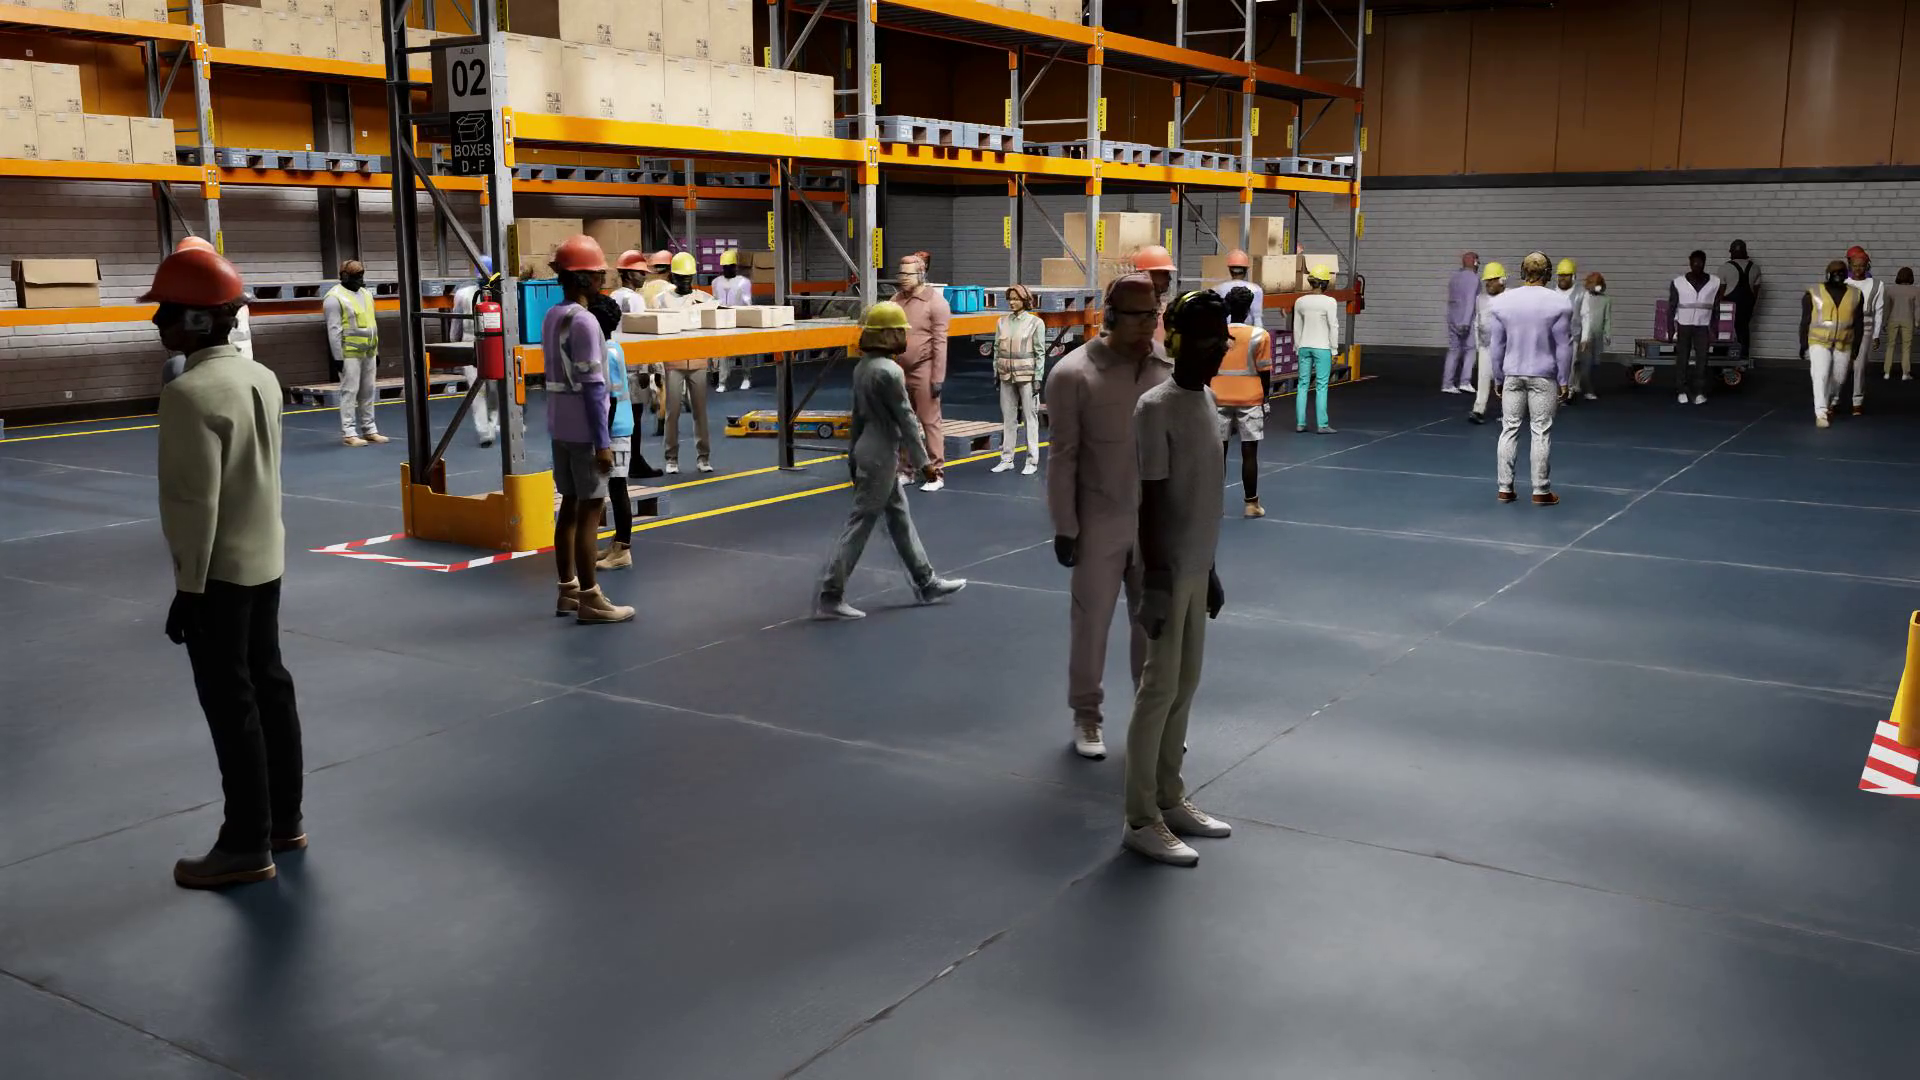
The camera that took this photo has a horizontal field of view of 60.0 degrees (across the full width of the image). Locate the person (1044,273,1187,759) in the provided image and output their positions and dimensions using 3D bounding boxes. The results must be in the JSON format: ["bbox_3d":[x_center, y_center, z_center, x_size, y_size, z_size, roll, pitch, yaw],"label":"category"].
[{"bbox_3d":[0.649,-0.086,6.520,0.647,1.897,0.399,-4,11,-20],"label":"person"}]

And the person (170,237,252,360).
[{"bbox_3d":[-5.173,-1.051,11.446,0.616,2.041,0.382,3,11,17],"label":"person"}]

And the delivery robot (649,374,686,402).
[{"bbox_3d":[-3.468,-1.842,19.694,0.477,0.478,0.707,-3,11,-18],"label":"delivery robot"}]

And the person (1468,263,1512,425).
[{"bbox_3d":[5.905,-2.156,18.333,0.575,1.770,0.951,8,13,39],"label":"person"}]

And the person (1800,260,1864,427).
[{"bbox_3d":[9.537,-2.163,18.249,0.633,1.818,0.780,2,11,13],"label":"person"}]

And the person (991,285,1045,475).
[{"bbox_3d":[0.508,-1.384,14.411,0.513,1.641,0.307,7,12,34],"label":"person"}]

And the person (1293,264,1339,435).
[{"bbox_3d":[3.729,-1.987,17.400,0.523,1.769,0.316,10,14,44],"label":"person"}]

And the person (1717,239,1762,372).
[{"bbox_3d":[11.923,-3.615,25.660,0.684,2.000,0.535,-1,10,-4],"label":"person"}]

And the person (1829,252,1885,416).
[{"bbox_3d":[10.340,-2.382,19.260,0.585,1.883,0.344,6,12,30],"label":"person"}]

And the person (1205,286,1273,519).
[{"bbox_3d":[2.012,-0.995,12.110,0.532,1.693,0.319,4,11,23],"label":"person"}]

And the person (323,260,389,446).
[{"bbox_3d":[-5.960,-1.835,16.394,0.429,1.830,0.637,3,11,19],"label":"person"}]

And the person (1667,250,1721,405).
[{"bbox_3d":[9.029,-2.598,20.432,0.634,1.882,0.891,2,11,13],"label":"person"}]

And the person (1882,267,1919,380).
[{"bbox_3d":[13.665,-3.139,24.148,0.499,1.634,0.281,8,13,39],"label":"person"}]

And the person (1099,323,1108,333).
[{"bbox_3d":[2.214,-3.239,24.736,0.502,1.623,0.512,1,10,4],"label":"person"}]

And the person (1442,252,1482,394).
[{"bbox_3d":[6.615,-2.855,21.945,0.557,1.861,0.670,-3,11,-15],"label":"person"}]

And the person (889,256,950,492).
[{"bbox_3d":[-0.378,-1.341,13.475,0.638,1.899,0.396,8,13,39],"label":"person"}]

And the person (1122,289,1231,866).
[{"bbox_3d":[0.734,0.115,5.483,0.310,1.864,0.534,6,12,30],"label":"person"}]

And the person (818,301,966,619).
[{"bbox_3d":[-0.387,-0.428,8.966,0.922,1.696,0.501,-4,11,-21],"label":"person"}]

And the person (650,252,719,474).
[{"bbox_3d":[-2.376,-1.528,14.447,0.588,1.918,0.397,-4,11,-20],"label":"person"}]

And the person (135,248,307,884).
[{"bbox_3d":[-2.334,0.086,5.273,0.382,1.994,0.623,0,10,2],"label":"person"}]

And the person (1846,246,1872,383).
[{"bbox_3d":[12.658,-3.203,23.662,0.550,1.937,0.357,9,14,40],"label":"person"}]

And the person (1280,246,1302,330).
[{"bbox_3d":[5.477,-3.834,27.080,0.728,1.963,0.609,-4,11,-23],"label":"person"}]

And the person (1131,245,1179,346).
[{"bbox_3d":[1.321,-1.010,11.381,0.621,1.975,0.642,7,13,36],"label":"person"}]

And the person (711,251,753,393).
[{"bbox_3d":[-3.039,-2.933,22.325,0.601,1.887,0.961,2,11,14],"label":"person"}]

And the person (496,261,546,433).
[{"bbox_3d":[-4.434,-2.020,17.467,0.939,1.815,0.507,0,10,1],"label":"person"}]

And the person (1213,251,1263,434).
[{"bbox_3d":[2.919,-2.077,17.514,0.554,1.893,0.965,3,11,16],"label":"person"}]

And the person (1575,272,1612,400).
[{"bbox_3d":[8.057,-2.619,21.303,0.512,1.615,0.584,-2,10,-12],"label":"person"}]

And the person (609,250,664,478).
[{"bbox_3d":[-2.803,-1.497,14.223,0.375,1.934,0.547,-8,13,-38],"label":"person"}]

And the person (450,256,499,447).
[{"bbox_3d":[-4.734,-1.882,16.550,0.642,1.875,1.007,-4,11,-20],"label":"person"}]

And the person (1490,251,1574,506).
[{"bbox_3d":[4.355,-1.225,12.701,0.632,1.940,0.372,8,13,38],"label":"person"}]

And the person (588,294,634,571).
[{"bbox_3d":[-2.169,-0.661,10.244,0.321,1.697,0.529,-2,10,-10],"label":"person"}]

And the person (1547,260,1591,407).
[{"bbox_3d":[7.232,-2.453,19.941,0.612,1.783,0.919,6,12,29],"label":"person"}]

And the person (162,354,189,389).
[{"bbox_3d":[-4.334,-0.512,9.593,0.504,1.632,0.269,3,11,15],"label":"person"}]

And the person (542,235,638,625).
[{"bbox_3d":[-1.976,-0.572,8.812,0.400,2.040,0.615,-7,12,-33],"label":"person"}]

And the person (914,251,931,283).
[{"bbox_3d":[-0.498,-2.603,20.490,0.362,1.883,0.575,5,11,25],"label":"person"}]

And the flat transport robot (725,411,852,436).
[{"bbox_3d":[-1.680,-1.218,17.286,1.431,0.197,0.652,0,10,2],"label":"flat transport robot"}]

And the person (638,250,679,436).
[{"bbox_3d":[-3.036,-2.044,17.307,0.580,1.910,0.576,6,12,30],"label":"person"}]
